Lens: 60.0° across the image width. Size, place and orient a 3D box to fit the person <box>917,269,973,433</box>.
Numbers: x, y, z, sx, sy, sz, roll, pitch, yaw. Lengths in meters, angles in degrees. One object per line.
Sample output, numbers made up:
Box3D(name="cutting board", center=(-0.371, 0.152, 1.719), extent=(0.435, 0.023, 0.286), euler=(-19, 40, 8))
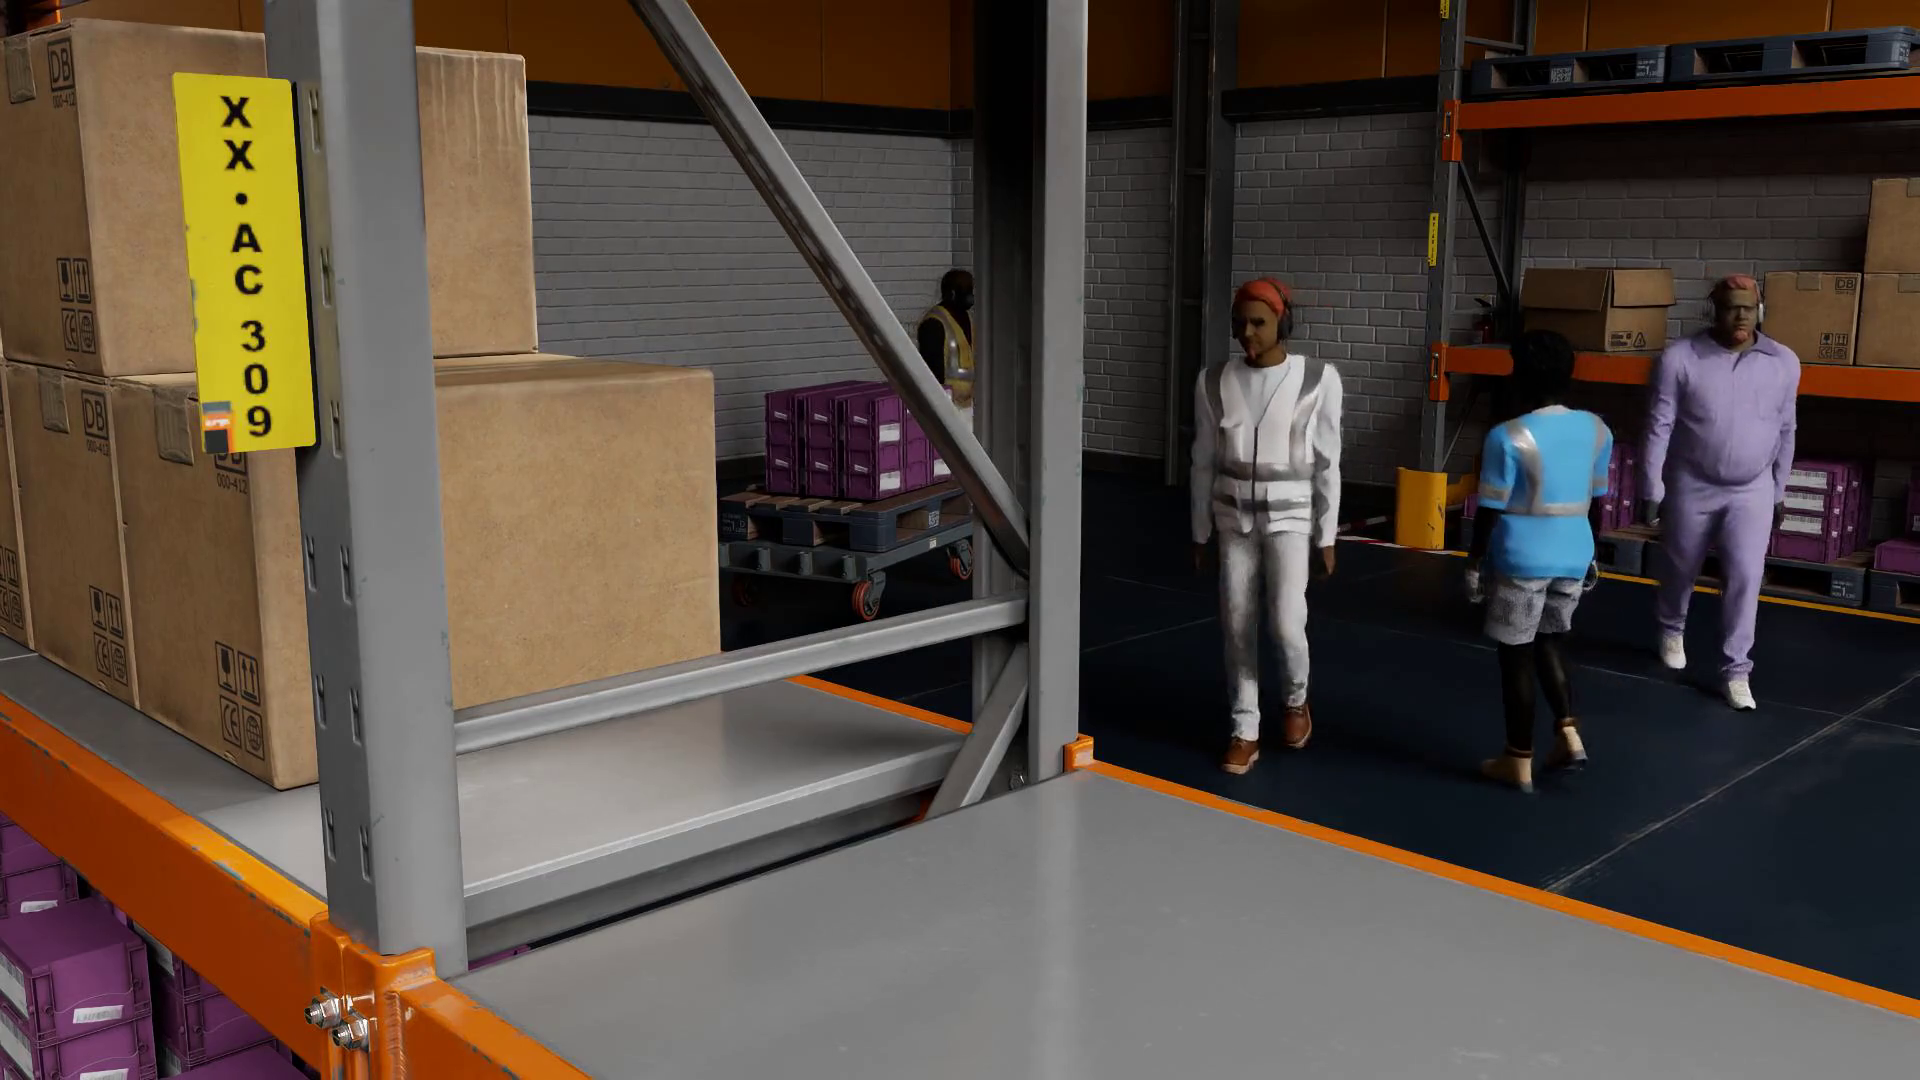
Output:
Box3D(name="person", center=(-0.053, -0.968, 11.522), extent=(0.974, 1.783, 0.636), euler=(6, 12, 31))

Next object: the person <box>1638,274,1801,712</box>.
Box3D(name="person", center=(3.367, -0.256, 7.435), extent=(0.657, 1.865, 0.980), euler=(2, 11, 11))

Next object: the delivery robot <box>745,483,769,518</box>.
Box3D(name="delivery robot", center=(-1.014, -0.241, 10.656), extent=(0.707, 0.478, 0.477), euler=(0, 10, 0))

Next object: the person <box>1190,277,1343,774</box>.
Box3D(name="person", center=(1.145, -0.050, 6.272), extent=(0.585, 1.869, 0.466), euler=(6, 12, 28))

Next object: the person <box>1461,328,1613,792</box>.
Box3D(name="person", center=(2.070, 0.084, 6.013), extent=(0.553, 1.687, 0.354), euler=(-4, 11, -22))
